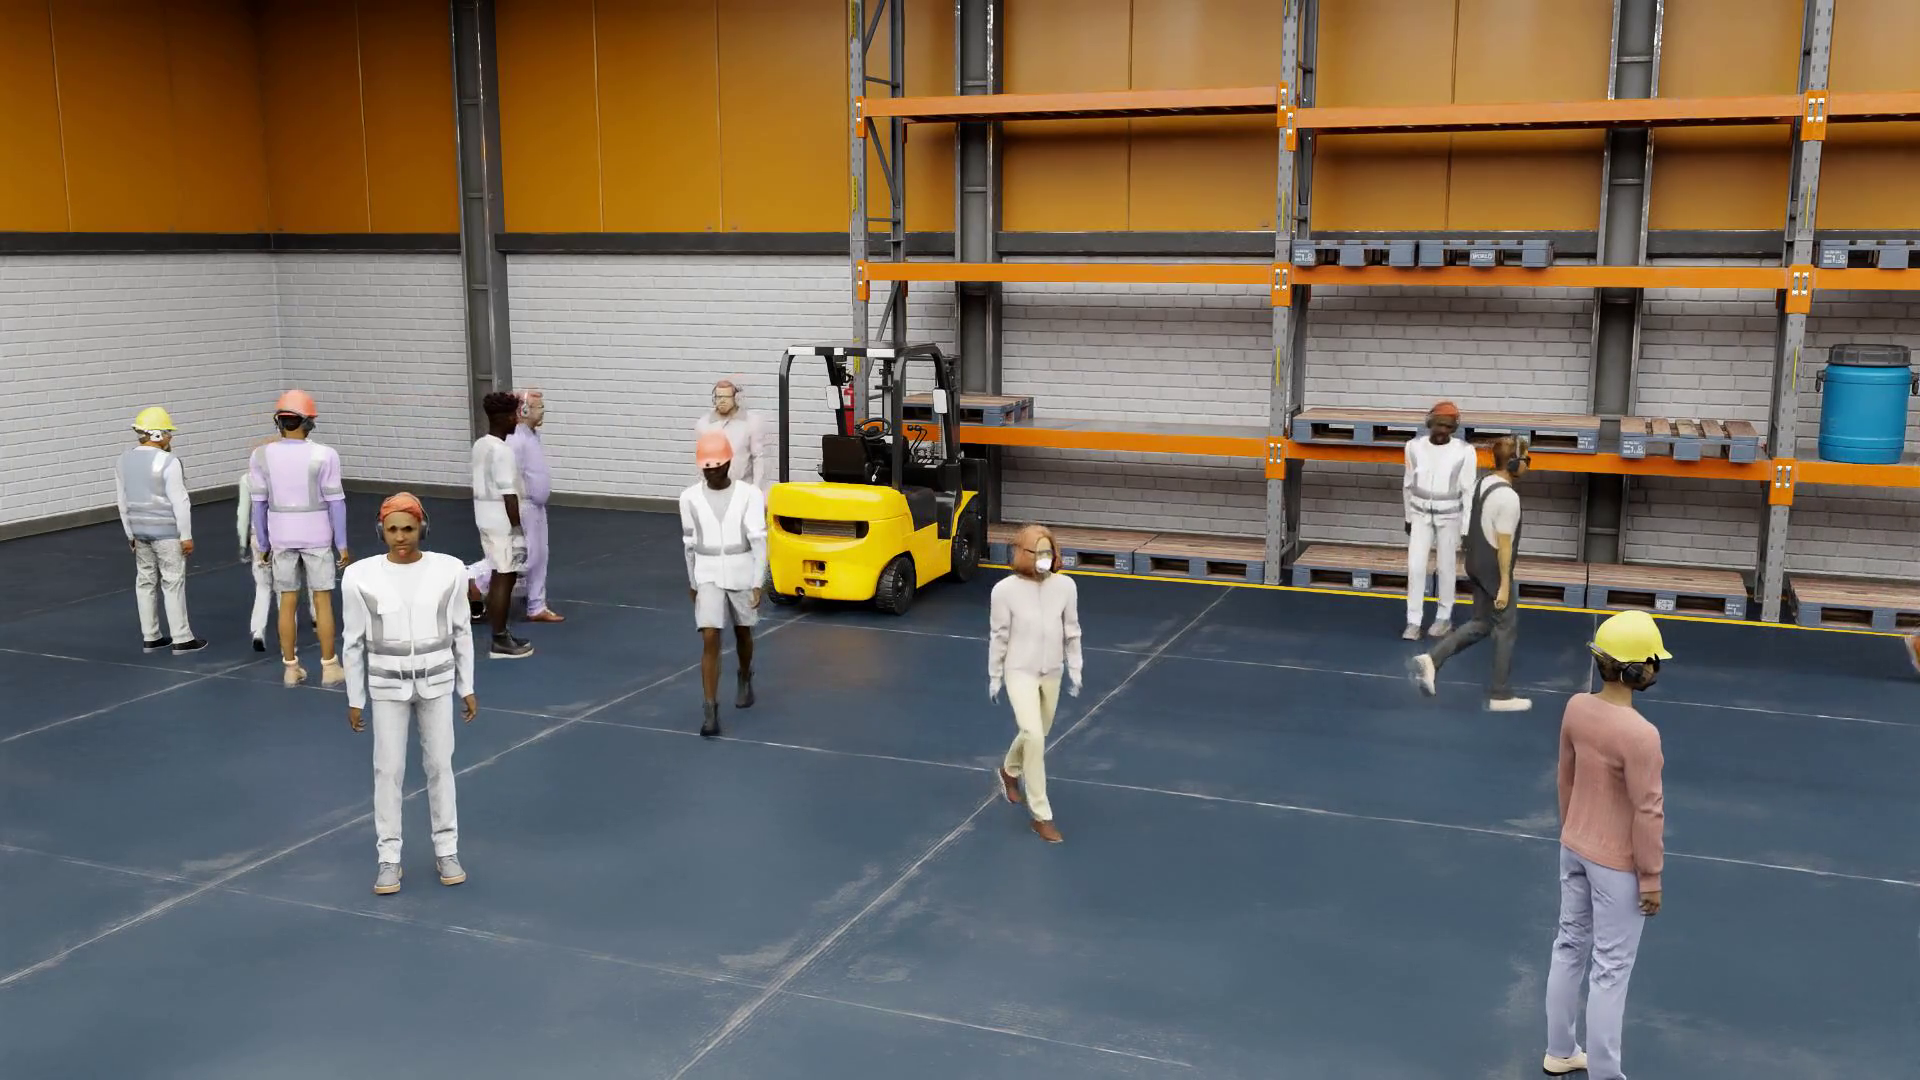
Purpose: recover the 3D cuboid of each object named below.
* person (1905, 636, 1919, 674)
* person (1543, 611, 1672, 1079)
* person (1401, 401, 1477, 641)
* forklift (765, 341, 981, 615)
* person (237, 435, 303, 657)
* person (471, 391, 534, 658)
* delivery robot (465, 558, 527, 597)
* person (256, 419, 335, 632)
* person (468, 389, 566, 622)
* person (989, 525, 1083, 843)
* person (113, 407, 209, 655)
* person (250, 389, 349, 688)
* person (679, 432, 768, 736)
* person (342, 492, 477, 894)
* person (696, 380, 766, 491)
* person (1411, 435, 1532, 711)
[{"bbox_3d":[6.968,0.074,11.247,0.828,1.918,0.635,5,11,27],"label":"person"},{"bbox_3d":[2.299,1.116,5.869,0.314,1.769,0.523,-2,10,-13],"label":"person"},{"bbox_3d":[3.618,-0.138,12.621,0.597,1.839,0.825,6,12,31],"label":"person"},{"bbox_3d":[-0.739,-0.602,14.246,1.214,2.155,2.313,4,11,21],"label":"forklift"},{"bbox_3d":[-5.000,0.048,12.218,0.545,1.615,0.421,-2,10,-11],"label":"person"},{"bbox_3d":[-3.358,-0.115,12.183,0.361,1.964,0.635,-7,12,-34],"label":"person"},{"bbox_3d":[-3.749,0.311,13.467,0.707,0.478,0.477,-6,12,-28],"label":"delivery robot"},{"bbox_3d":[-5.127,-0.168,12.879,0.609,1.828,0.403,-3,11,-15],"label":"person"},{"bbox_3d":[-3.526,-0.248,13.112,0.638,1.886,0.664,0,10,3],"label":"person"},{"bbox_3d":[0.366,0.693,8.695,0.506,1.605,0.796,-5,11,-27],"label":"person"},{"bbox_3d":[-5.898,-0.063,12.270,0.588,1.827,0.404,4,11,20],"label":"person"},{"bbox_3d":[-4.478,-0.006,11.351,0.615,2.038,0.396,0,10,-2],"label":"person"},{"bbox_3d":[-1.483,0.238,10.502,0.550,1.877,1.056,-1,10,-4],"label":"person"},{"bbox_3d":[-2.572,0.710,7.801,0.587,1.882,0.342,-4,11,-22],"label":"person"},{"bbox_3d":[-1.985,-0.466,14.455,0.645,1.861,1.026,1,10,5],"label":"person"},{"bbox_3d":[3.349,0.224,10.701,0.714,1.821,0.506,-2,10,-9],"label":"person"}]
